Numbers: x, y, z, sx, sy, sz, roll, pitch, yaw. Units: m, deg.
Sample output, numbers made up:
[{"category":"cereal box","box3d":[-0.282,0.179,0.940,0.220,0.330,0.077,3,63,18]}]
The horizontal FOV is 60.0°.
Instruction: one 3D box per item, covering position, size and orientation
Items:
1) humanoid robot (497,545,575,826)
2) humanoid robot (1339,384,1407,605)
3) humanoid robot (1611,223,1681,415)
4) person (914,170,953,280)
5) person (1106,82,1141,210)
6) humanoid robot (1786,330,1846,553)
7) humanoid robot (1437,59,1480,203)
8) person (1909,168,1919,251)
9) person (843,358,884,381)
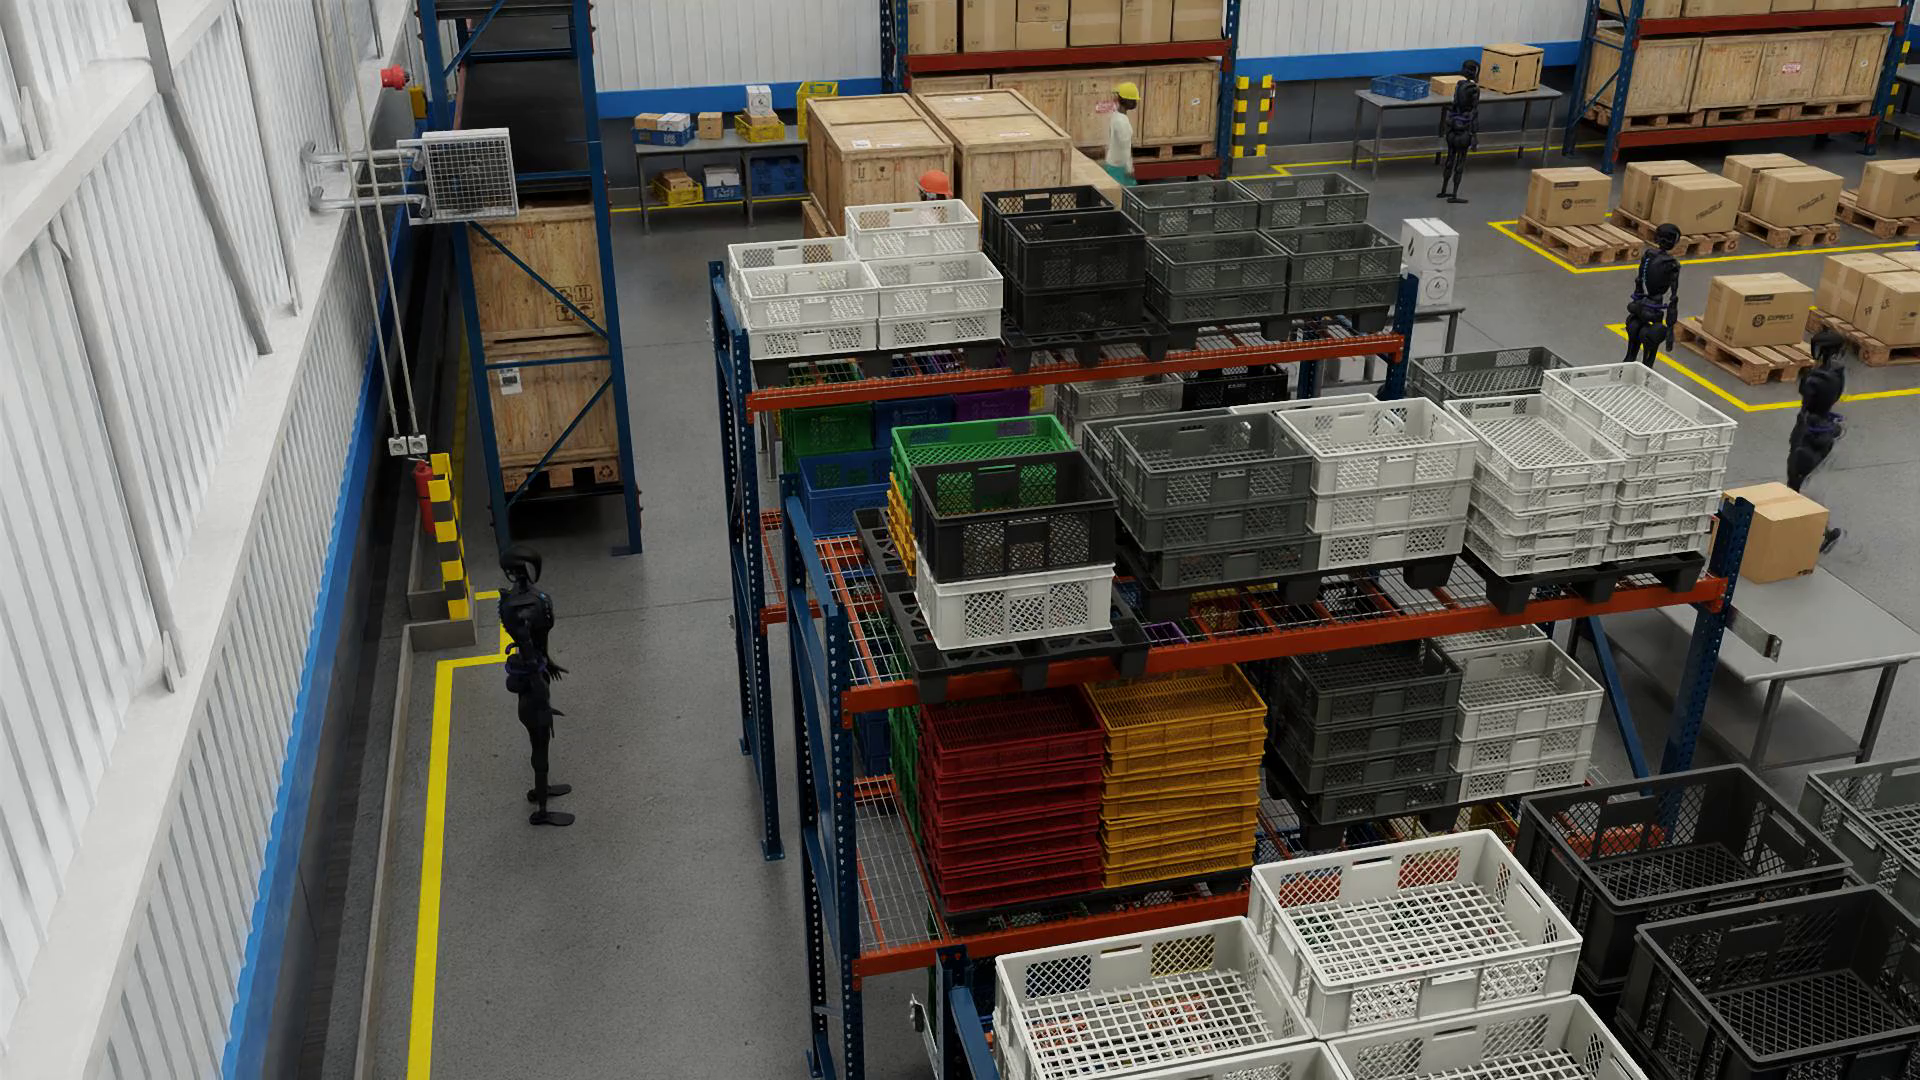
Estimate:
[{"category":"humanoid robot","box3d":[-2.294,0.773,9.055,0.327,1.657,0.584,-6,28,-12]},{"category":"humanoid robot","box3d":[2.788,-0.269,11.036,0.327,1.654,0.584,-6,28,-12]},{"category":"humanoid robot","box3d":[5.854,-1.872,14.077,0.327,1.654,0.584,-6,28,-12]},{"category":"person","box3d":[-0.250,-2.217,14.410,0.384,1.988,0.607,-6,28,-12]},{"category":"person","box3d":[1.822,-4.155,18.347,0.591,1.746,0.542,2,28,4]},{"category":"humanoid robot","box3d":[6.149,-0.708,11.882,0.543,1.630,0.616,24,36,38]},{"category":"humanoid robot","box3d":[5.971,-4.862,19.750,0.327,1.654,0.584,-6,28,-12]},{"category":"person","box3d":[10.362,-3.893,17.534,0.976,2.000,0.697,-7,29,-12]},{"category":"person","box3d":[-0.632,-0.720,11.635,0.362,1.927,0.584,-6,28,-12]}]
